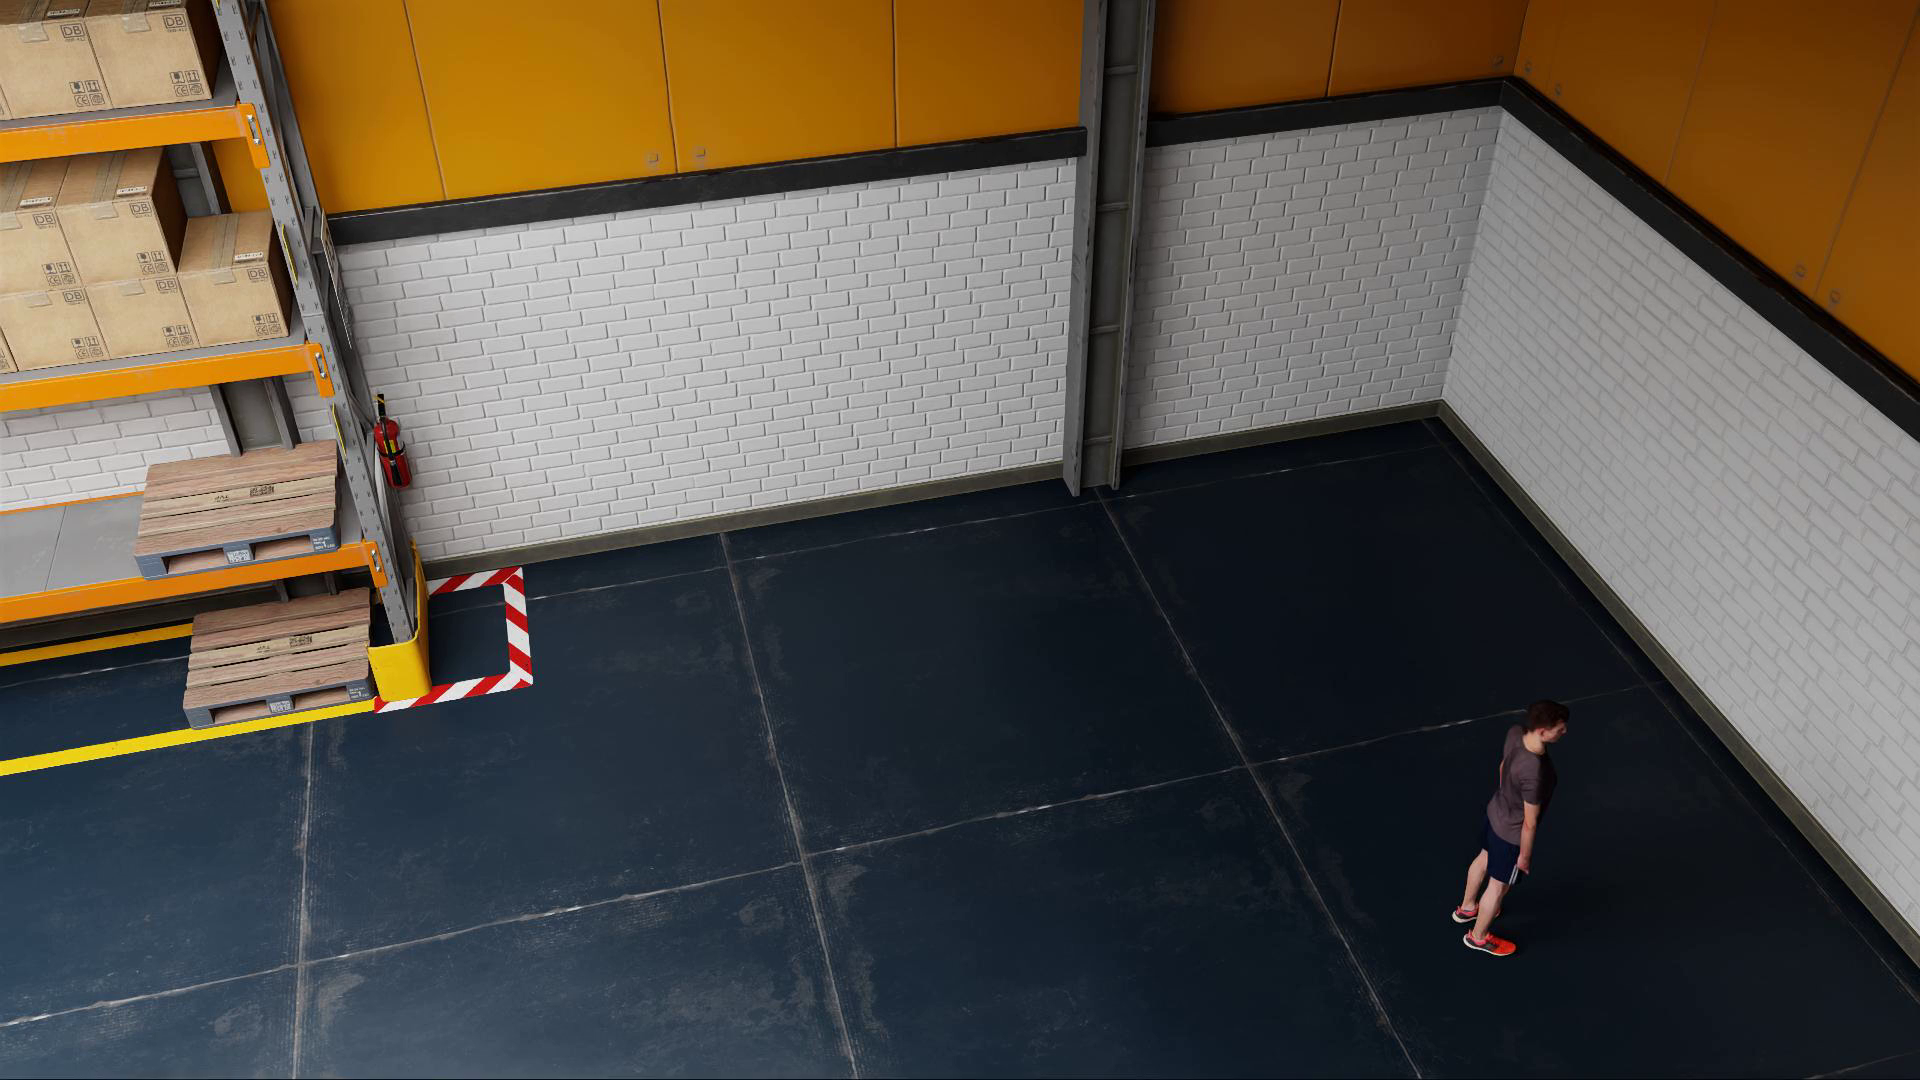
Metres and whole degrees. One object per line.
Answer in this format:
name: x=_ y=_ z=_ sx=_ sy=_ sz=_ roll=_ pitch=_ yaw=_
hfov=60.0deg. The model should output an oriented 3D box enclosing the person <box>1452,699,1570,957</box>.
person: x=3.099 y=1.603 z=9.383 sx=0.636 sy=1.856 sz=0.700 roll=0 pitch=39 yaw=0
